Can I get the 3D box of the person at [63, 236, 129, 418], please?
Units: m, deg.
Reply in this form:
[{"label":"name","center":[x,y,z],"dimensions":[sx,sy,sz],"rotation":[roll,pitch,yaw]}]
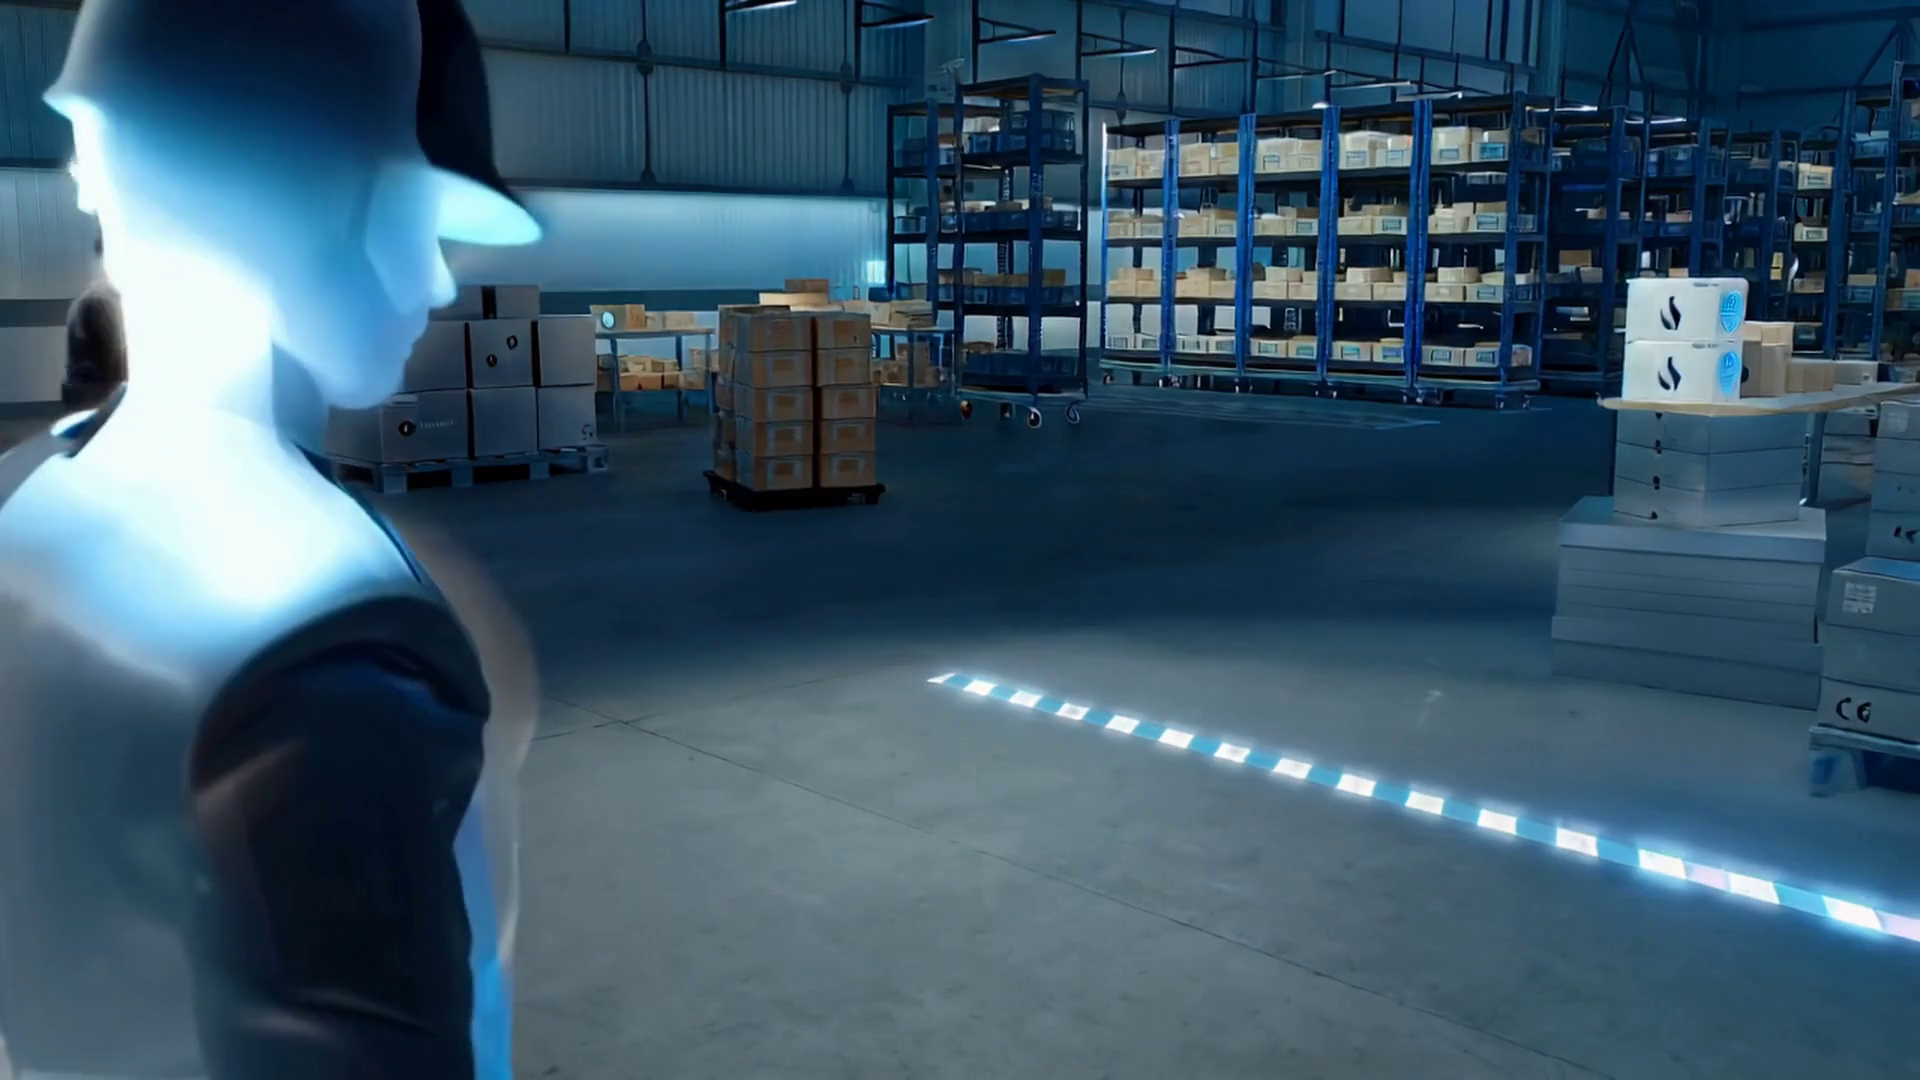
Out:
[{"label":"person","center":[-4.786,-0.777,9.327],"dimensions":[1.091,1.878,0.583],"rotation":[-1,9,-4]}]
